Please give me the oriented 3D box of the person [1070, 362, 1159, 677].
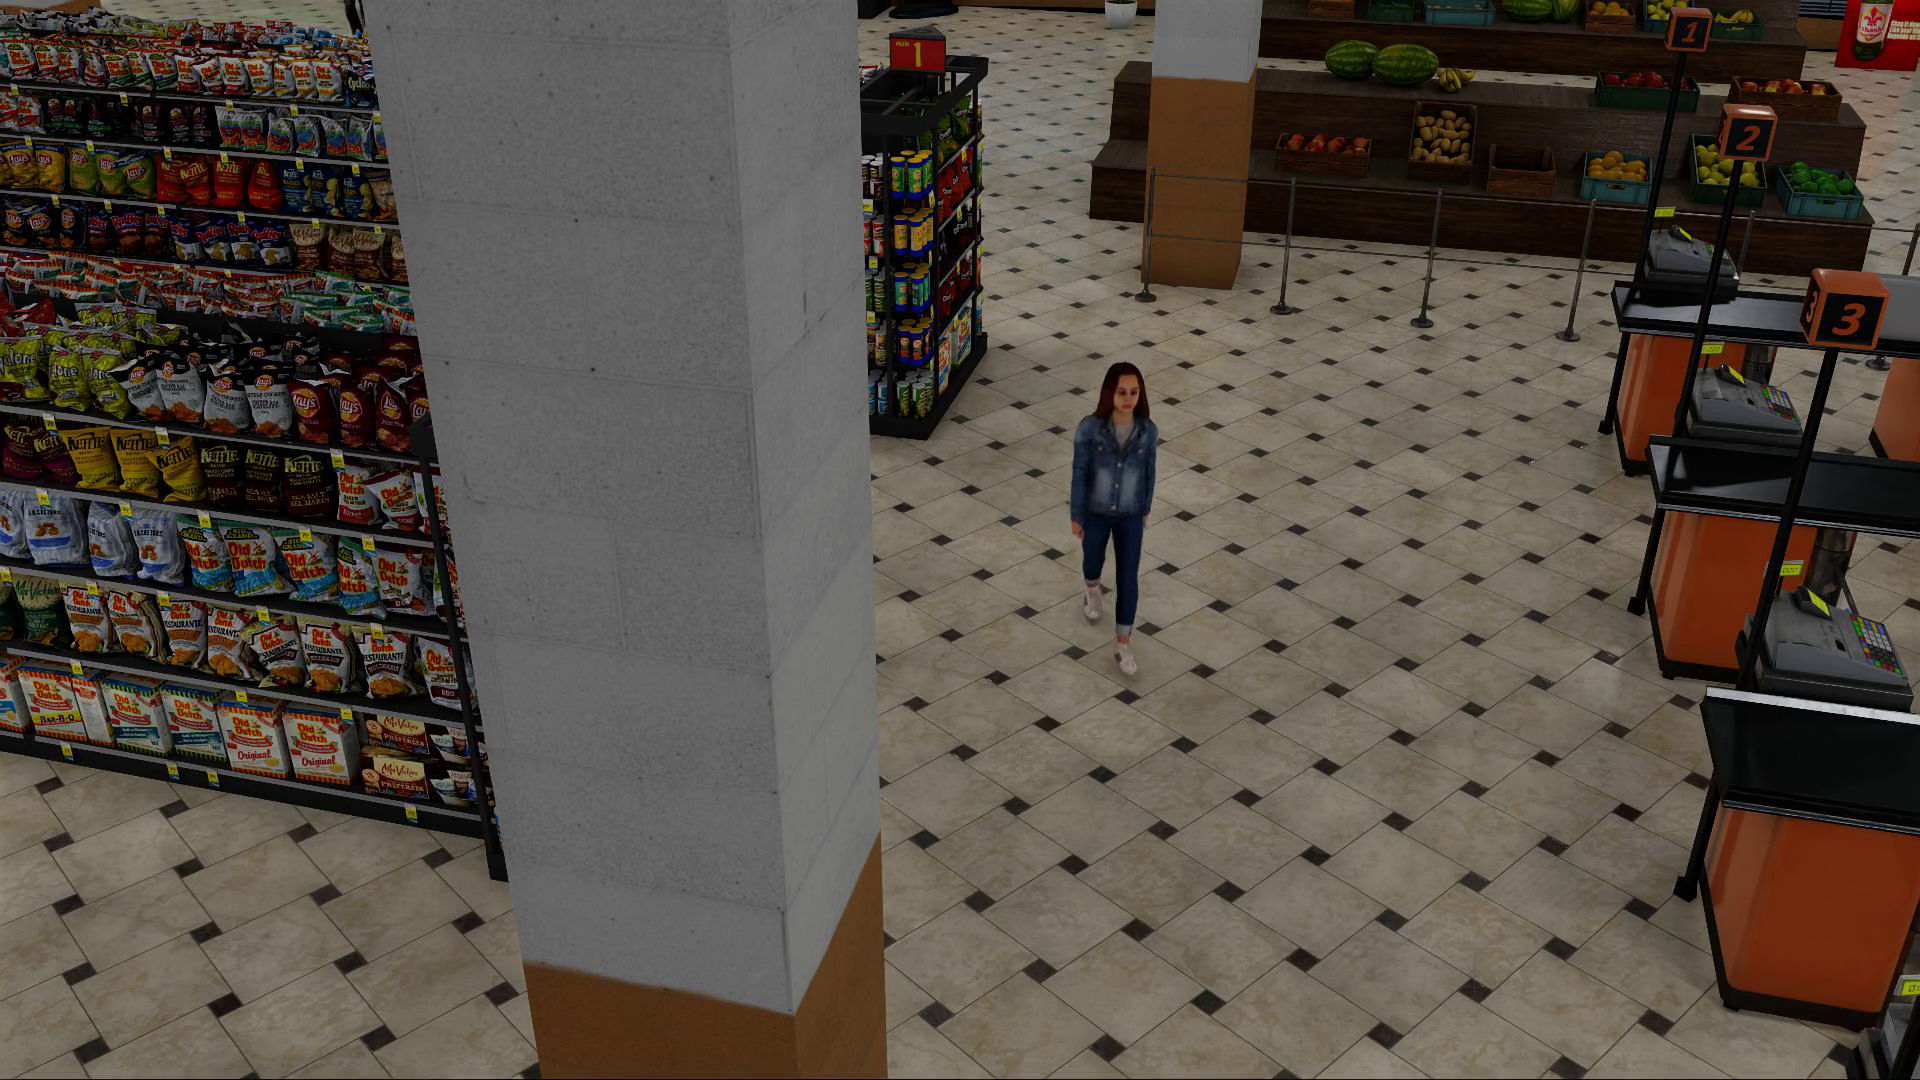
[{"bbox_3d":[0.703,-0.164,7.899,0.996,1.451,0.804,-1,29,-1],"label":"person"}]
